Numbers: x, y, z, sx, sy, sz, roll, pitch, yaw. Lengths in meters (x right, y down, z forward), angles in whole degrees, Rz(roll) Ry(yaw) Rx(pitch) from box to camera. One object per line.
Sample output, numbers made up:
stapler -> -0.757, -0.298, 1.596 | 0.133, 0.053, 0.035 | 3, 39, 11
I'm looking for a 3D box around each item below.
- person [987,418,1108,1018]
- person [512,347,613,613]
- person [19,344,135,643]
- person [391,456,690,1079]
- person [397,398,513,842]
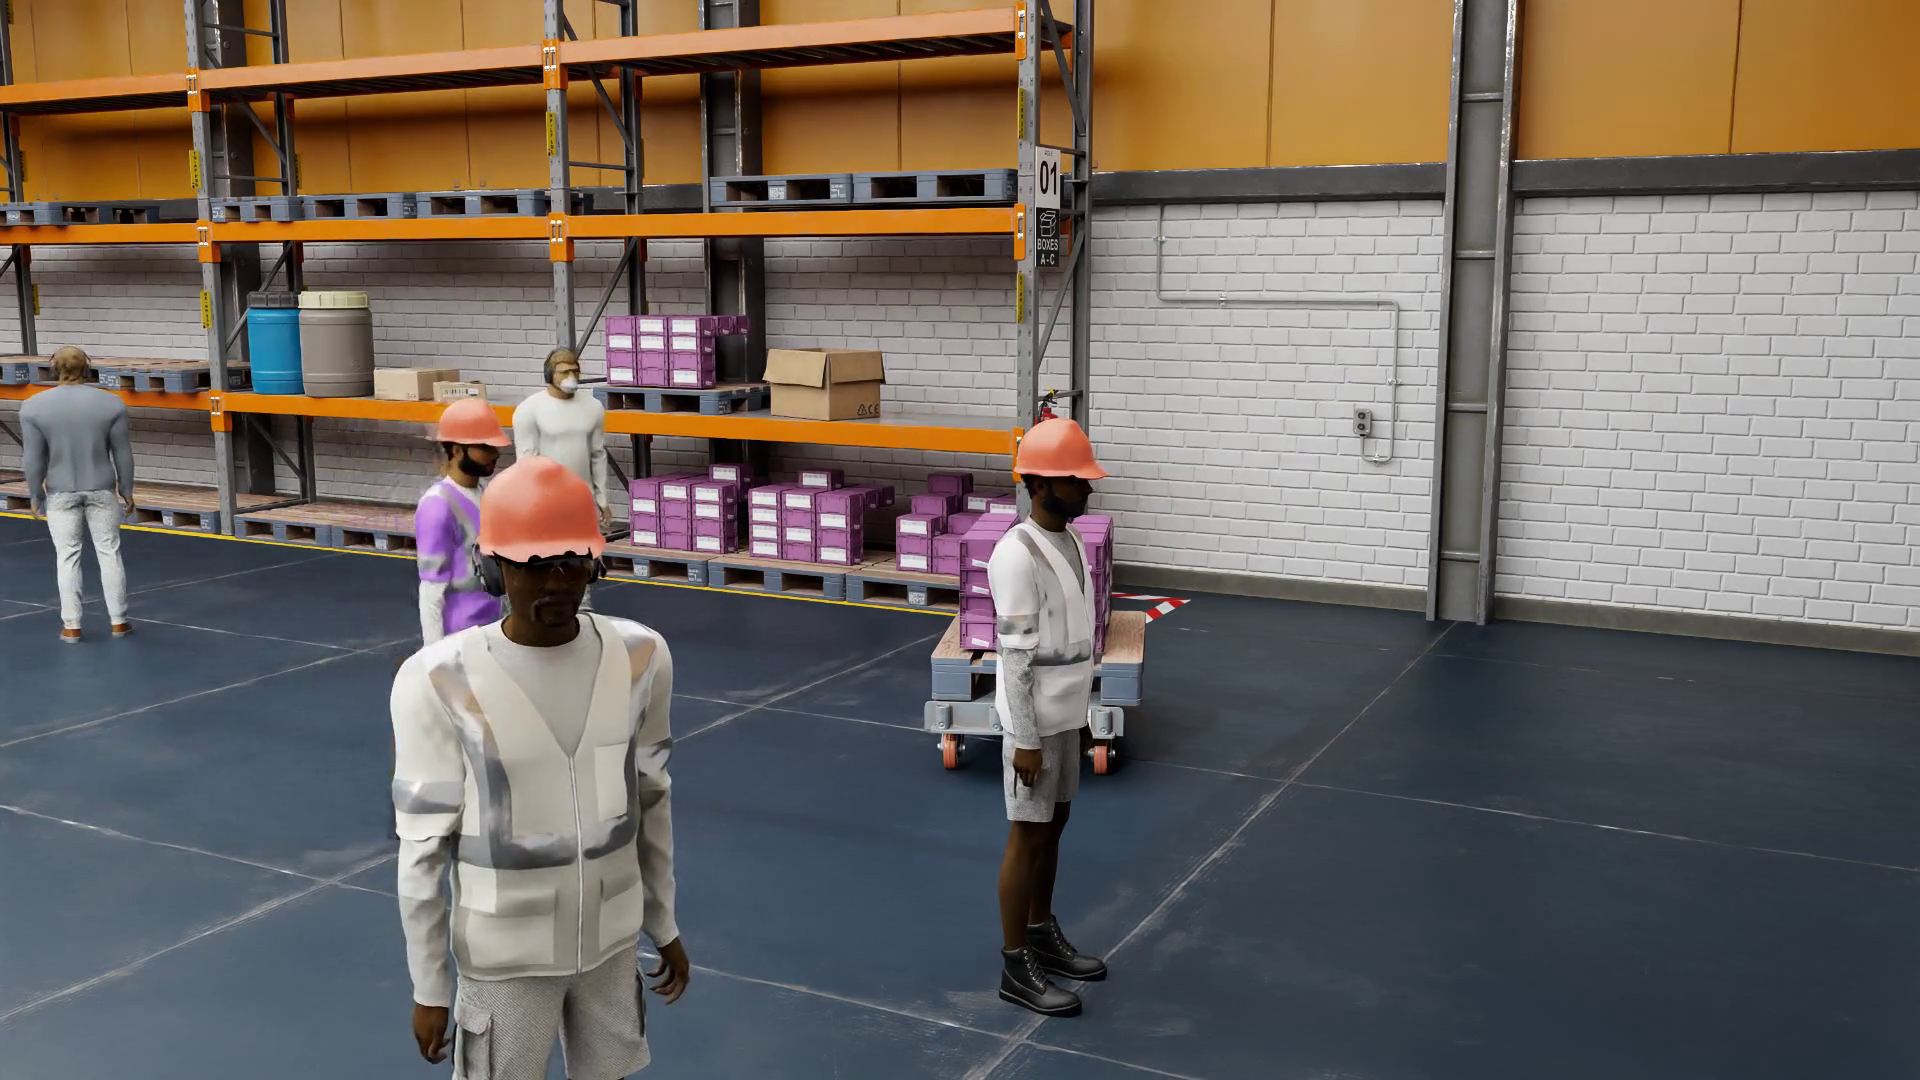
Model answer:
person -> 0.304, 0.568, 5.465 | 0.357, 1.938, 0.545 | 4, 10, 22
person -> -2.505, -0.251, 10.523 | 0.630, 1.938, 0.364 | -9, 13, -44
person -> -5.709, -0.300, 10.819 | 0.635, 1.936, 0.355 | -5, 11, -29
person -> -0.842, 0.838, 3.475 | 0.613, 2.041, 0.393 | -7, 12, -37
person -> -1.948, 0.357, 6.900 | 0.980, 1.883, 0.571 | 0, 9, 2
